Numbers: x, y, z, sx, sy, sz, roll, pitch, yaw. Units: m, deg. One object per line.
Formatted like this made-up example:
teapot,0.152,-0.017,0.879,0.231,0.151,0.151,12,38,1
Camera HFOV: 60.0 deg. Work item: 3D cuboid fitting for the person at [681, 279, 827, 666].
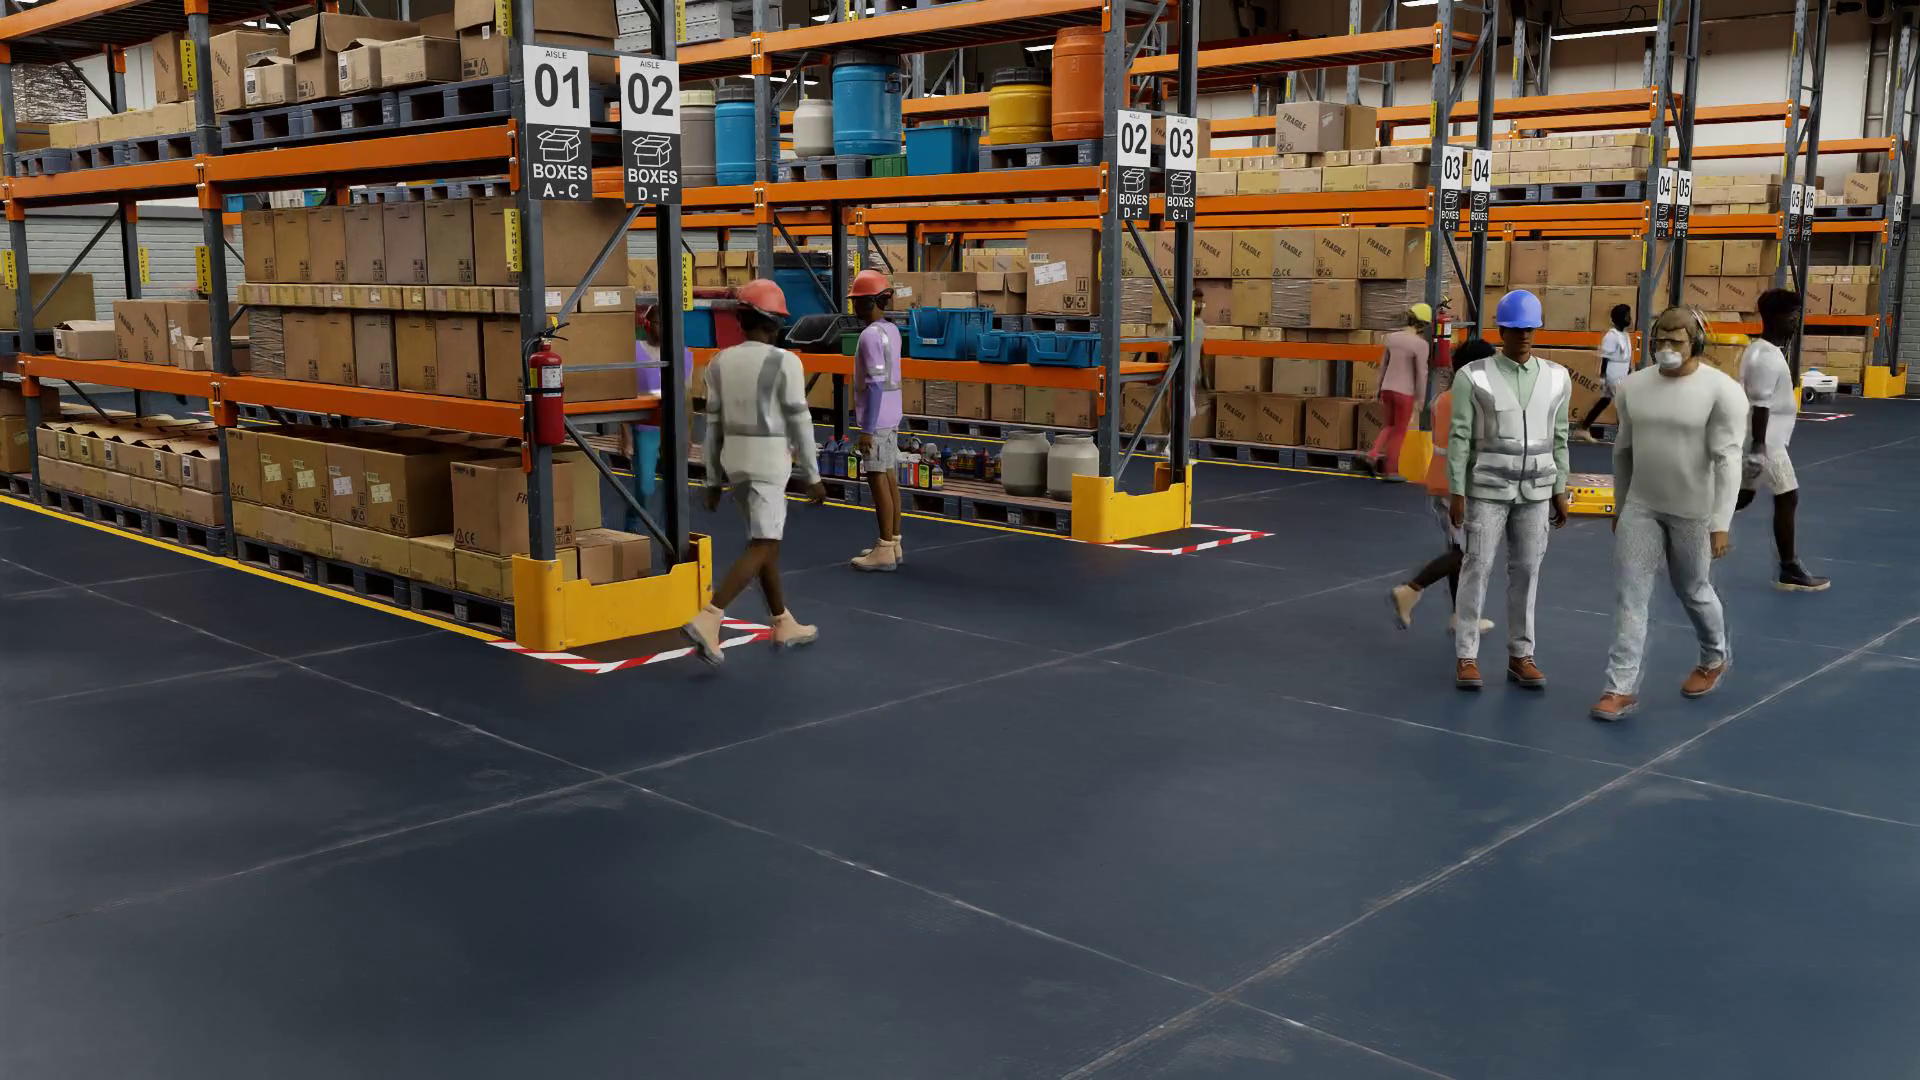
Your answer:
person,-1.117,-0.360,8.717,0.606,2.012,0.974,7,12,37

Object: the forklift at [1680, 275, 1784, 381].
forklift,12.480,-3.427,27.053,1.214,2.155,2.313,9,13,43

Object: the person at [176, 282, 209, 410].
person,-11.094,-2.846,24.222,0.562,1.912,0.675,5,11,30

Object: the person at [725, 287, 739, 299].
person,-2.678,-2.071,19.693,0.634,1.840,0.429,-9,13,-42

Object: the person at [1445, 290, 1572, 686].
person,2.691,-0.245,8.164,0.614,1.946,0.390,-1,9,-4

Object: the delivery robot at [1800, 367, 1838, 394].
delivery robot,13.148,-2.427,25.652,0.707,0.478,0.477,-2,9,-11

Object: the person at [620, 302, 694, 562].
person,-2.140,-0.755,11.659,0.585,1.828,0.624,-6,11,-32

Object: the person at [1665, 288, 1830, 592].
person,5.127,-0.657,10.739,0.937,1.937,0.601,3,10,16

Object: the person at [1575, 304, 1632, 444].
person,7.574,-1.907,19.277,0.902,1.649,0.544,8,12,39

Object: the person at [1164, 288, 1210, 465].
person,2.366,-1.699,17.376,0.437,1.849,0.536,8,12,41

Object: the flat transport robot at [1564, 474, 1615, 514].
flat transport robot,5.541,-0.416,14.472,0.652,0.197,1.431,2,10,13

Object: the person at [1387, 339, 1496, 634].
person,2.702,-0.280,9.225,0.659,1.670,0.533,-2,9,-11

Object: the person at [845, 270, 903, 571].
person,-0.597,-0.820,11.404,0.392,2.041,0.615,2,9,11

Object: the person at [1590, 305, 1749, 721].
person,3.344,-0.144,7.742,0.987,1.899,0.644,-8,12,-39

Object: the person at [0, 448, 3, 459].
person,-6.621,-0.632,10.743,1.013,1.893,0.633,6,11,31

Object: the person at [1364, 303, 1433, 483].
person,4.236,-1.399,15.916,0.485,1.720,0.576,-6,11,-31

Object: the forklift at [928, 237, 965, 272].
forklift,-0.326,-5.817,39.609,1.129,2.768,1.873,9,13,43
